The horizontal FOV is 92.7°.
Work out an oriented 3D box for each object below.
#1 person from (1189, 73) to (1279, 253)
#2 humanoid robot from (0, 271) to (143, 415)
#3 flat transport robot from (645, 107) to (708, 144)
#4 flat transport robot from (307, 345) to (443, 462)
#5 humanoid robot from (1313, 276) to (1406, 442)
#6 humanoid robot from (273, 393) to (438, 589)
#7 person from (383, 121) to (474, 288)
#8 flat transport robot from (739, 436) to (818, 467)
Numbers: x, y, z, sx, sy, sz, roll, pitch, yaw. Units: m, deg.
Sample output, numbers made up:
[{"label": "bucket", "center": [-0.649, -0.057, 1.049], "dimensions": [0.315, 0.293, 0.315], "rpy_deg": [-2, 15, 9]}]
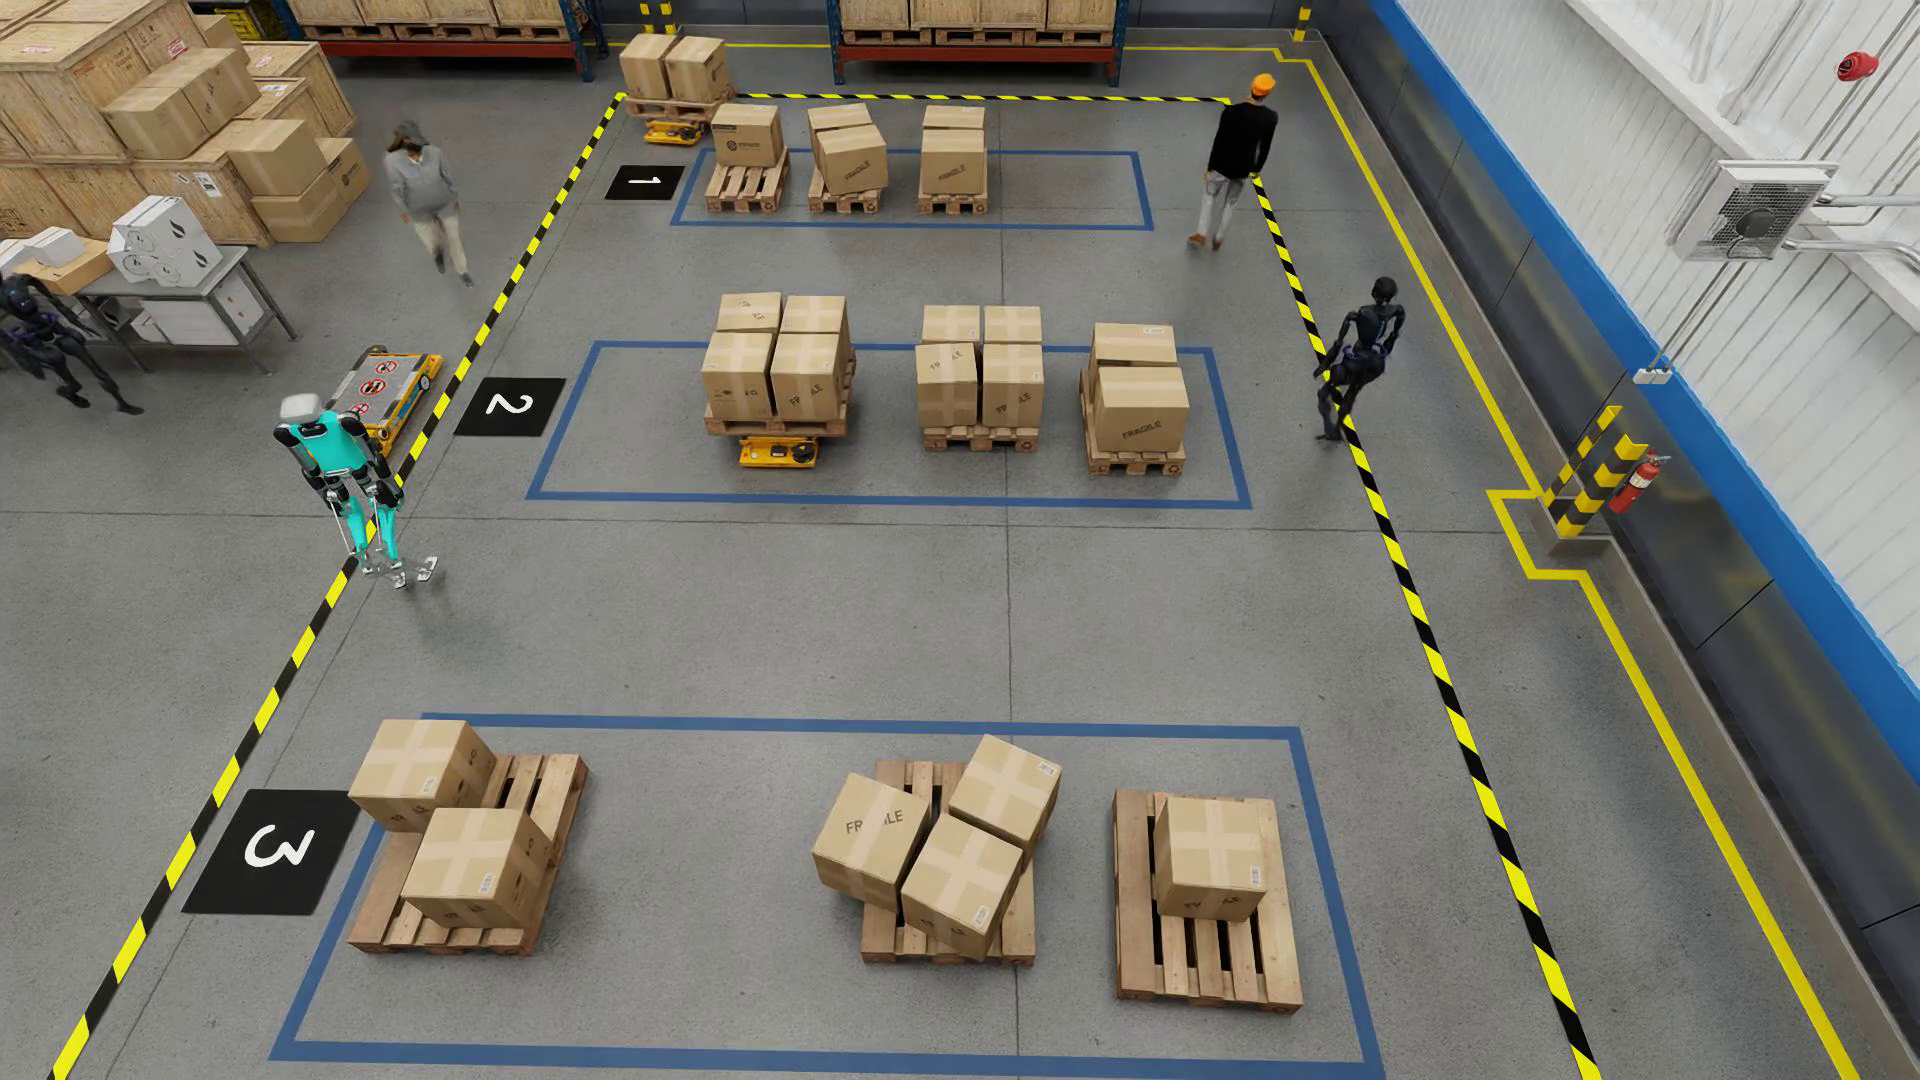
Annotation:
[{"label": "person", "center": [2.920, -3.945, 9.674], "dimensions": [0.617, 1.844, 0.460], "rpy_deg": [4, 50, 3]}, {"label": "humanoid robot", "center": [-7.927, -1.755, 7.946], "dimensions": [0.647, 1.635, 0.610], "rpy_deg": [13, 51, 11]}, {"label": "flat transport robot", "center": [-3.645, -5.691, 12.164], "dimensions": [0.652, 0.197, 1.431], "rpy_deg": [5, 50, 4]}, {"label": "flat transport robot", "center": [-5.383, -1.269, 8.441], "dimensions": [0.659, 0.231, 1.431], "rpy_deg": [1, 50, 1]}, {"label": "humanoid robot", "center": [3.343, -1.483, 7.697], "dimensions": [0.601, 1.643, 0.385], "rpy_deg": [-7, 50, -6]}, {"label": "humanoid robot", "center": [-4.274, -0.204, 6.487], "dimensions": [0.533, 1.681, 0.735], "rpy_deg": [-11, 51, -9]}, {"label": "person", "center": [-5.339, -3.377, 9.257], "dimensions": [0.618, 1.731, 0.513], "rpy_deg": [-29, 56, -23]}, {"label": "flat transport robot", "center": [-1.582, -1.235, 8.394], "dimensions": [0.652, 0.197, 1.431], "rpy_deg": [1, 50, 1]}]
